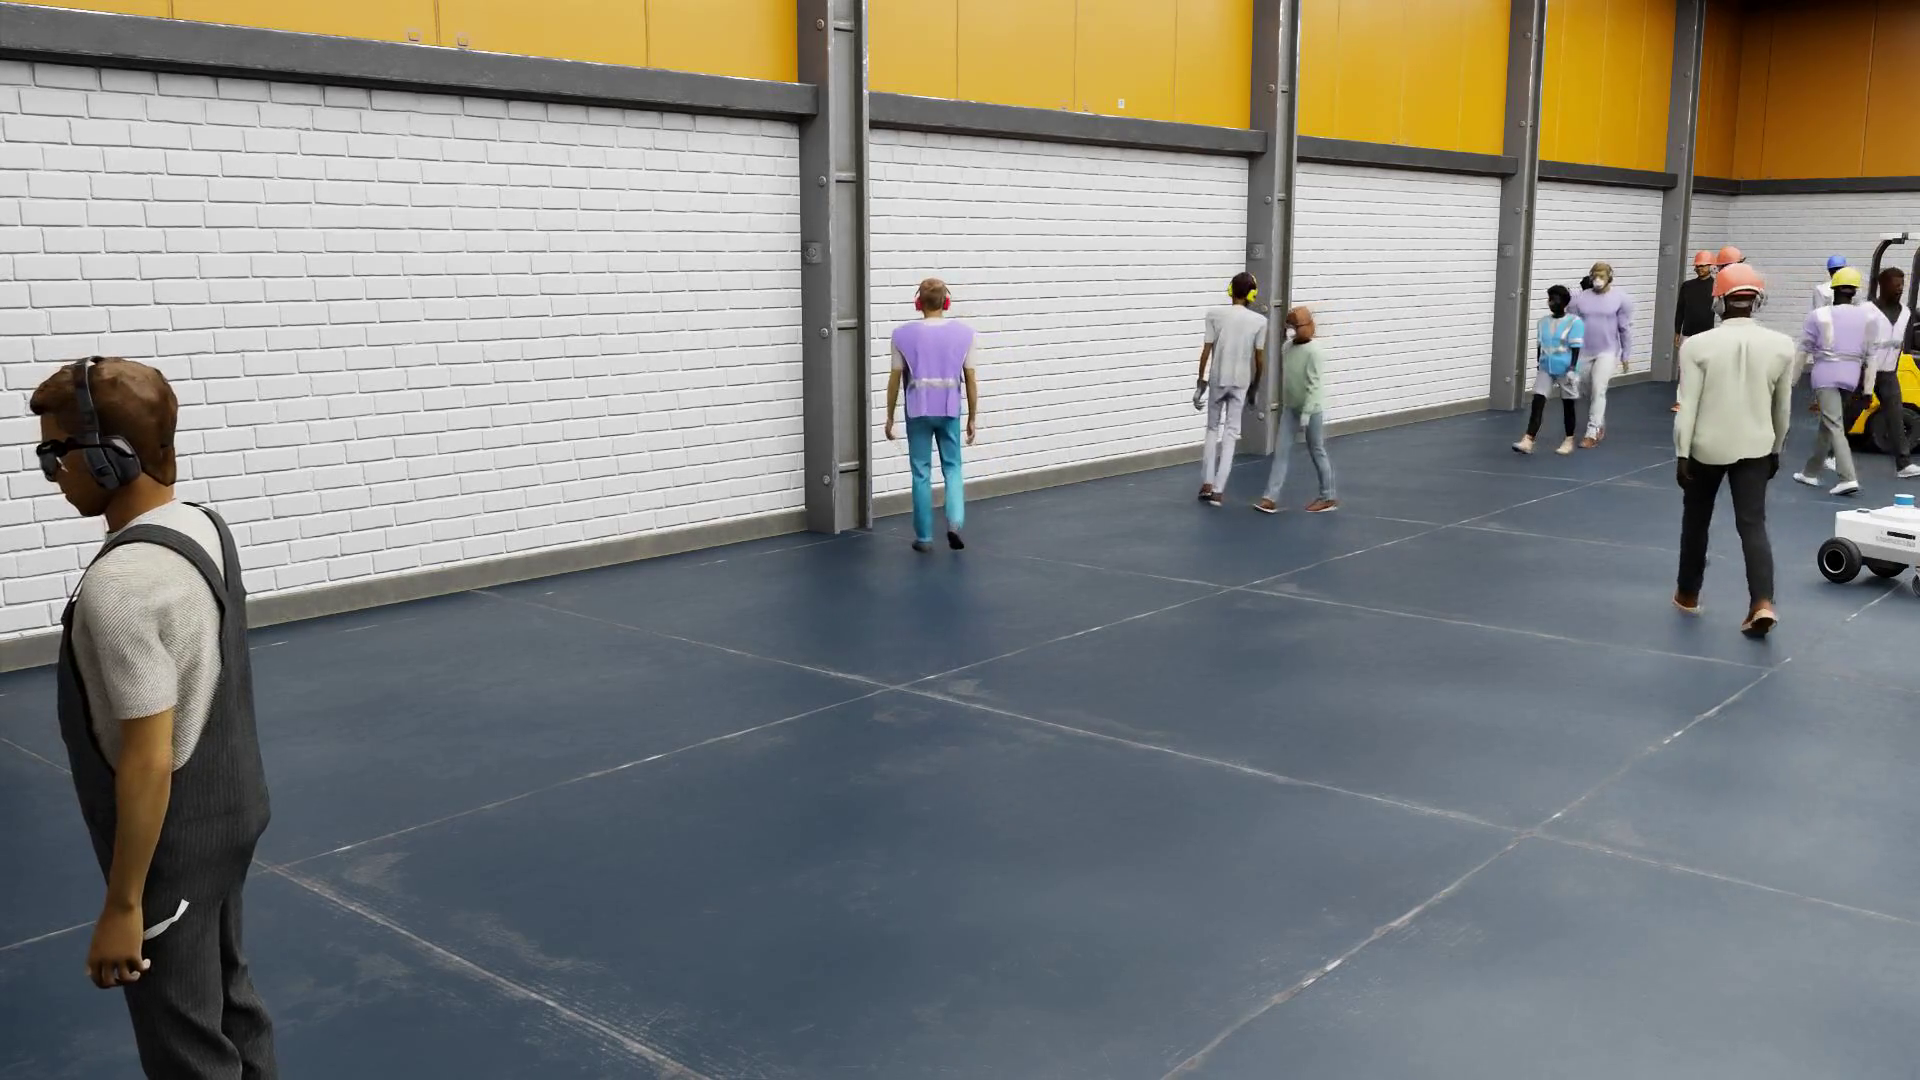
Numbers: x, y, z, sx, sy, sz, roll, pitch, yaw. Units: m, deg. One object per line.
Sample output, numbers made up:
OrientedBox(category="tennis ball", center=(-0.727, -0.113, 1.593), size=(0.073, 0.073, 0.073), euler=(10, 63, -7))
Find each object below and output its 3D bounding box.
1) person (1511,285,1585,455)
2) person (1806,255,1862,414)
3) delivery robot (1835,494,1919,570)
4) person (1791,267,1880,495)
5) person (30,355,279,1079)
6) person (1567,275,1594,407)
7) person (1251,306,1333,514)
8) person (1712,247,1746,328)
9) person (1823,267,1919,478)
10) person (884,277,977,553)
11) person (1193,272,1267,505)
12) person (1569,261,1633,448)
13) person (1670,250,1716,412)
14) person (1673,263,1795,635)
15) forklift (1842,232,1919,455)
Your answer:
OrientedBox(category="person", center=(5.756, -1.637, 16.182), size=(0.829, 1.653, 0.551), euler=(-7, 12, -36))
OrientedBox(category="person", center=(10.707, -2.512, 20.394), size=(0.602, 1.940, 0.402), euler=(0, 10, 0))
OrientedBox(category="delivery robot", center=(5.618, -0.028, 9.927), size=(0.477, 0.478, 0.707), euler=(-5, 11, -24))
OrientedBox(category="person", center=(7.307, -1.324, 13.852), size=(0.597, 1.873, 1.021), euler=(-1, 10, -5))
OrientedBox(category="person", center=(-1.463, 0.582, 3.062), size=(0.346, 1.840, 0.505), euler=(-1, 10, -8))
OrientedBox(category="person", center=(7.757, -2.421, 20.592), size=(0.531, 1.694, 0.320), euler=(3, 10, 15))
OrientedBox(category="person", center=(2.558, -0.974, 12.609), size=(0.804, 1.583, 0.518), euler=(-5, 11, -28))
OrientedBox(category="person", center=(8.396, -2.179, 18.229), size=(0.393, 2.036, 0.605), euler=(4, 11, 21))
OrientedBox(category="person", center=(8.196, -1.498, 14.868), size=(0.588, 1.855, 1.052), euler=(-3, 10, -16))
OrientedBox(category="person", center=(-0.191, -0.810, 11.004), size=(0.595, 1.833, 0.470), euler=(-2, 10, -11))
OrientedBox(category="person", center=(2.145, -1.209, 13.253), size=(0.556, 1.834, 0.667), euler=(2, 10, 10))
OrientedBox(category="person", center=(6.582, -1.920, 17.129), size=(0.639, 1.906, 0.925), euler=(8, 13, 38))
OrientedBox(category="person", center=(9.110, -2.557, 20.497), size=(0.612, 1.995, 0.379), euler=(9, 13, 41))
OrientedBox(category="person", center=(4.131, -0.493, 8.880), size=(0.620, 1.958, 0.987), euler=(1, 10, 8))
OrientedBox(category="forklift", center=(9.955, -1.972, 16.595), size=(2.313, 2.155, 1.214), euler=(1, 10, 8))
